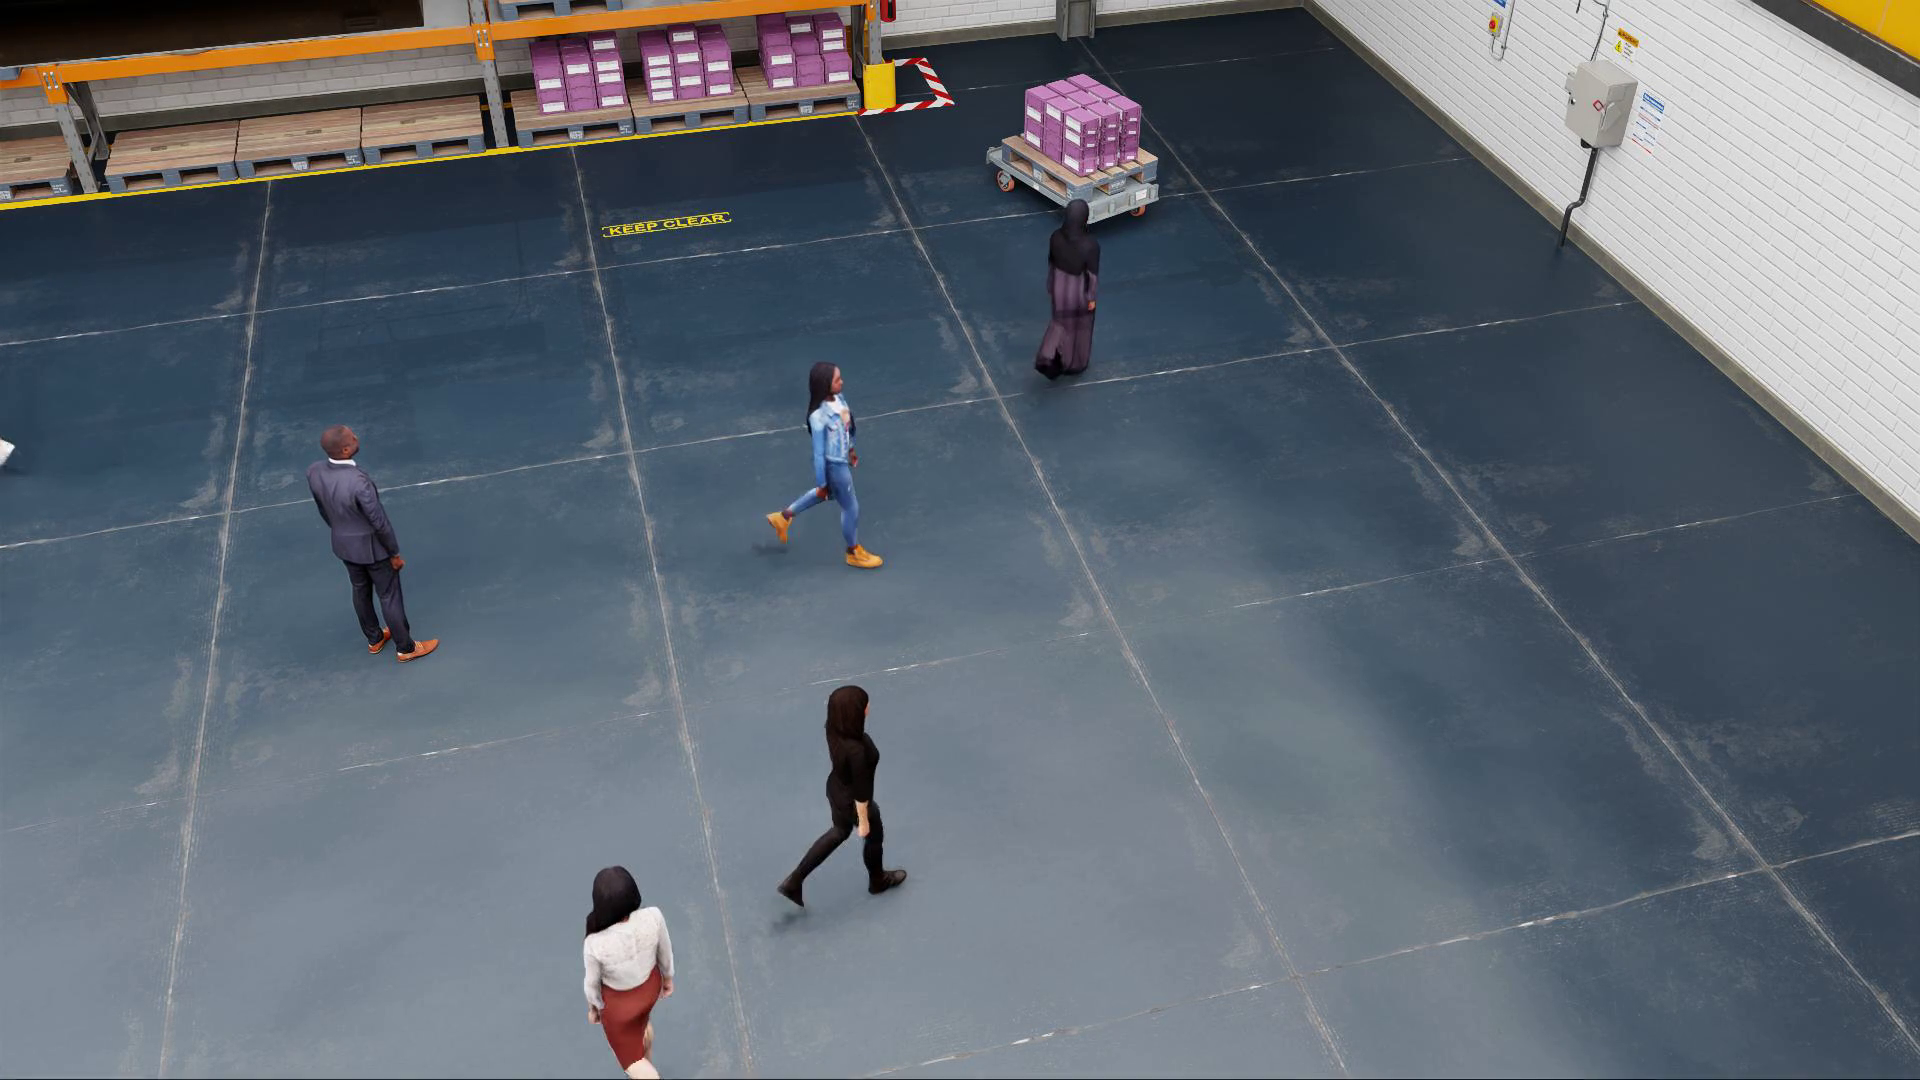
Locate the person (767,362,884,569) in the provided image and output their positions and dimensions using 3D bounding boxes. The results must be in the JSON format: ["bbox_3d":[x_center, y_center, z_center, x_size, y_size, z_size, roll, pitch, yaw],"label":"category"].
[{"bbox_3d":[-0.970,-0.517,11.487,1.158,1.690,0.898,6,39,7],"label":"person"}]

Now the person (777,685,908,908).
[{"bbox_3d":[-0.667,1.442,9.088,1.056,1.621,0.747,-20,43,-23],"label":"person"}]

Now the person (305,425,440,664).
[{"bbox_3d":[-3.823,0.029,10.695,0.774,1.824,0.843,18,42,21],"label":"person"}]

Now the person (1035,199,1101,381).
[{"bbox_3d":[0.869,-1.983,13.391,0.926,1.603,0.985,20,43,23],"label":"person"}]

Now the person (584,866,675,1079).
[{"bbox_3d":[-1.535,2.263,7.973,1.015,1.731,0.953,-30,48,-32],"label":"person"}]
